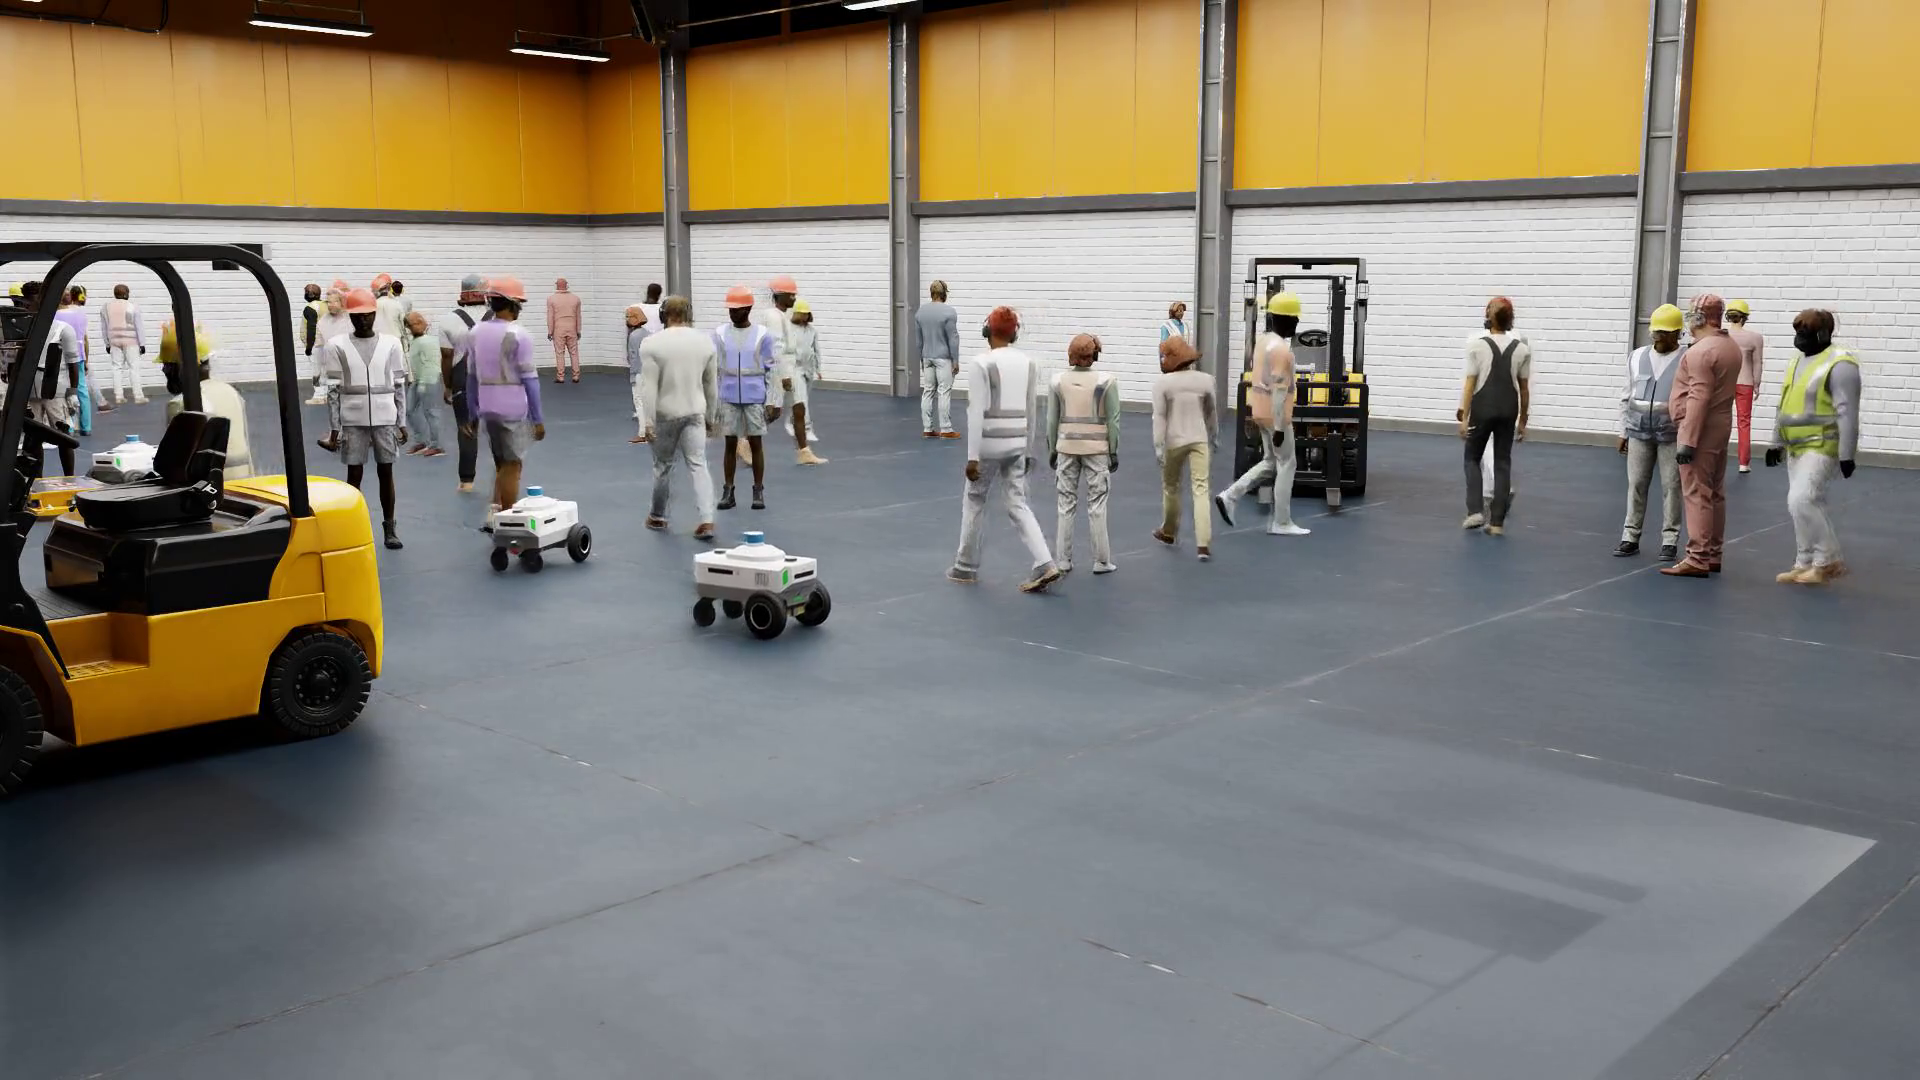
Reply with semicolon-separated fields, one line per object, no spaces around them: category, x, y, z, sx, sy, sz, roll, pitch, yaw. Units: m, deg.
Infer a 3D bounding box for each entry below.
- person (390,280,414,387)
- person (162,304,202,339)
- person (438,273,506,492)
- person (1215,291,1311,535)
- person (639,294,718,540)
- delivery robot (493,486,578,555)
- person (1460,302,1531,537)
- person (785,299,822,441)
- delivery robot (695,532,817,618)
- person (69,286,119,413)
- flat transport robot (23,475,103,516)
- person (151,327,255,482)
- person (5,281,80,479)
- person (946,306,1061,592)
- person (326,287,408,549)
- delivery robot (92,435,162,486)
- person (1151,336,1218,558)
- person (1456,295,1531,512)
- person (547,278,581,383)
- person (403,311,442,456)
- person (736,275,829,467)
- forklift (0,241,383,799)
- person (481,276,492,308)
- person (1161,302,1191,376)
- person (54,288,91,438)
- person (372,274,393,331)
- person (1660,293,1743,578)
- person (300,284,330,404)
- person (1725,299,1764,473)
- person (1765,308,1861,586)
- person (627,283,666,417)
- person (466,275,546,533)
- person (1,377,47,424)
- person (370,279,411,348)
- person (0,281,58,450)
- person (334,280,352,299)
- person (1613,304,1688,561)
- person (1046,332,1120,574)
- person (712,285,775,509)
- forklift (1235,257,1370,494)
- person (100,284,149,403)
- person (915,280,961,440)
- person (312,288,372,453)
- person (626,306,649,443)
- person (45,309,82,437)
person;-9.832;-3.609;29.168;0.528;1.869;0.313;-7;12;-38
person;-10.774;-2.516;23.082;0.534;1.660;0.864;-1;9;-5
person;-4.502;-1.471;15.531;0.684;2.000;0.535;-4;10;-21
person;2.382;-0.970;12.882;0.639;1.902;0.595;-1;9;-7
person;-2.161;-0.952;12.848;0.644;1.881;1.033;-5;11;-30
delivery robot;-2.946;-0.128;11.554;0.477;0.478;0.707;2;9;13
person;4.160;-0.939;12.959;0.533;1.813;0.540;0;9;3
person;-1.954;-2.080;20.278;0.495;1.713;0.837;-7;12;-37
delivery robot;-1.178;0.195;9.572;0.707;0.478;0.477;6;11;31
person;-12.522;-2.696;23.698;0.541;1.820;0.920;4;10;22
flat transport robot;-7.774;-0.391;14.321;0.652;0.197;1.431;-8;12;-40
person;-3.939;-0.219;8.673;0.964;1.775;0.594;0;9;2
person;-8.162;-1.316;14.805;0.613;1.964;0.361;-1;9;-6
person;0.293;-0.590;10.755;0.611;1.847;0.924;-8;12;-40
person;-4.346;-0.880;12.224;0.553;1.935;0.364;-4;10;-24
delivery robot;-7.517;-0.713;15.141;0.477;0.478;0.707;3;10;18
person;1.632;-0.678;12.054;0.567;1.585;0.860;-2;9;-9
person;4.604;-1.158;14.207;0.574;1.856;0.885;-2;9;-10
person;-7.197;-3.796;30.210;0.642;1.905;0.399;-6;11;-32
person;-5.945;-1.708;18.269;0.495;1.609;0.550;-7;11;-36
person;-1.890;-1.746;17.315;0.950;2.014;0.623;2;9;9
forklift;-3.706;-0.171;7.093;1.214;2.155;2.313;9;13;43
person;-8.293;-3.609;28.955;0.545;1.938;0.361;3;10;19
person;2.835;-2.310;21.902;0.511;1.640;0.308;-8;12;-41
person;-10.940;-2.172;20.412;0.389;1.850;0.567;4;10;26
person;-10.116;-3.678;29.228;0.612;1.986;0.401;6;11;32
person;4.988;-0.702;11.230;0.401;1.907;0.648;8;13;42
person;-9.881;-2.997;25.493;0.429;1.846;0.627;0;9;-1
person;7.864;-1.557;16.917;0.523;1.763;0.329;4;10;22
person;5.545;-0.589;10.802;0.436;1.823;0.668;0;9;0
person;-4.248;-2.587;22.870;0.610;1.874;0.533;-1;9;-4
person;-3.363;-0.950;12.382;0.624;2.024;0.439;6;11;33
person;-11.958;-2.180;21.240;0.569;1.585;0.827;5;10;26
person;-8.807;-3.053;25.595;0.662;1.932;1.023;-1;9;-8
person;-10.687;-1.982;19.008;0.591;1.925;0.385;0;9;2
person;-10.063;-3.276;27.089;0.400;1.882;0.656;-5;11;-28
person;4.979;-0.764;11.858;0.586;1.826;0.403;8;12;39
person;0.836;-0.583;11.310;0.515;1.641;0.314;4;10;22
person;-1.868;-1.219;14.313;0.548;1.934;0.376;0;9;3
forklift;3.309;-1.629;16.029;1.214;2.155;2.313;2;9;11
person;-12.866;-3.019;25.636;0.633;1.839;0.429;0;9;-1
person;-0.258;-2.178;20.179;0.632;1.940;0.372;7;12;38
person;-7.019;-1.909;18.805;0.651;1.845;1.028;3;10;20
person;-3.833;-1.970;19.873;0.280;1.629;0.505;1;9;9
person;-11.226;-2.207;20.515;0.589;1.895;0.688;-4;10;-23
